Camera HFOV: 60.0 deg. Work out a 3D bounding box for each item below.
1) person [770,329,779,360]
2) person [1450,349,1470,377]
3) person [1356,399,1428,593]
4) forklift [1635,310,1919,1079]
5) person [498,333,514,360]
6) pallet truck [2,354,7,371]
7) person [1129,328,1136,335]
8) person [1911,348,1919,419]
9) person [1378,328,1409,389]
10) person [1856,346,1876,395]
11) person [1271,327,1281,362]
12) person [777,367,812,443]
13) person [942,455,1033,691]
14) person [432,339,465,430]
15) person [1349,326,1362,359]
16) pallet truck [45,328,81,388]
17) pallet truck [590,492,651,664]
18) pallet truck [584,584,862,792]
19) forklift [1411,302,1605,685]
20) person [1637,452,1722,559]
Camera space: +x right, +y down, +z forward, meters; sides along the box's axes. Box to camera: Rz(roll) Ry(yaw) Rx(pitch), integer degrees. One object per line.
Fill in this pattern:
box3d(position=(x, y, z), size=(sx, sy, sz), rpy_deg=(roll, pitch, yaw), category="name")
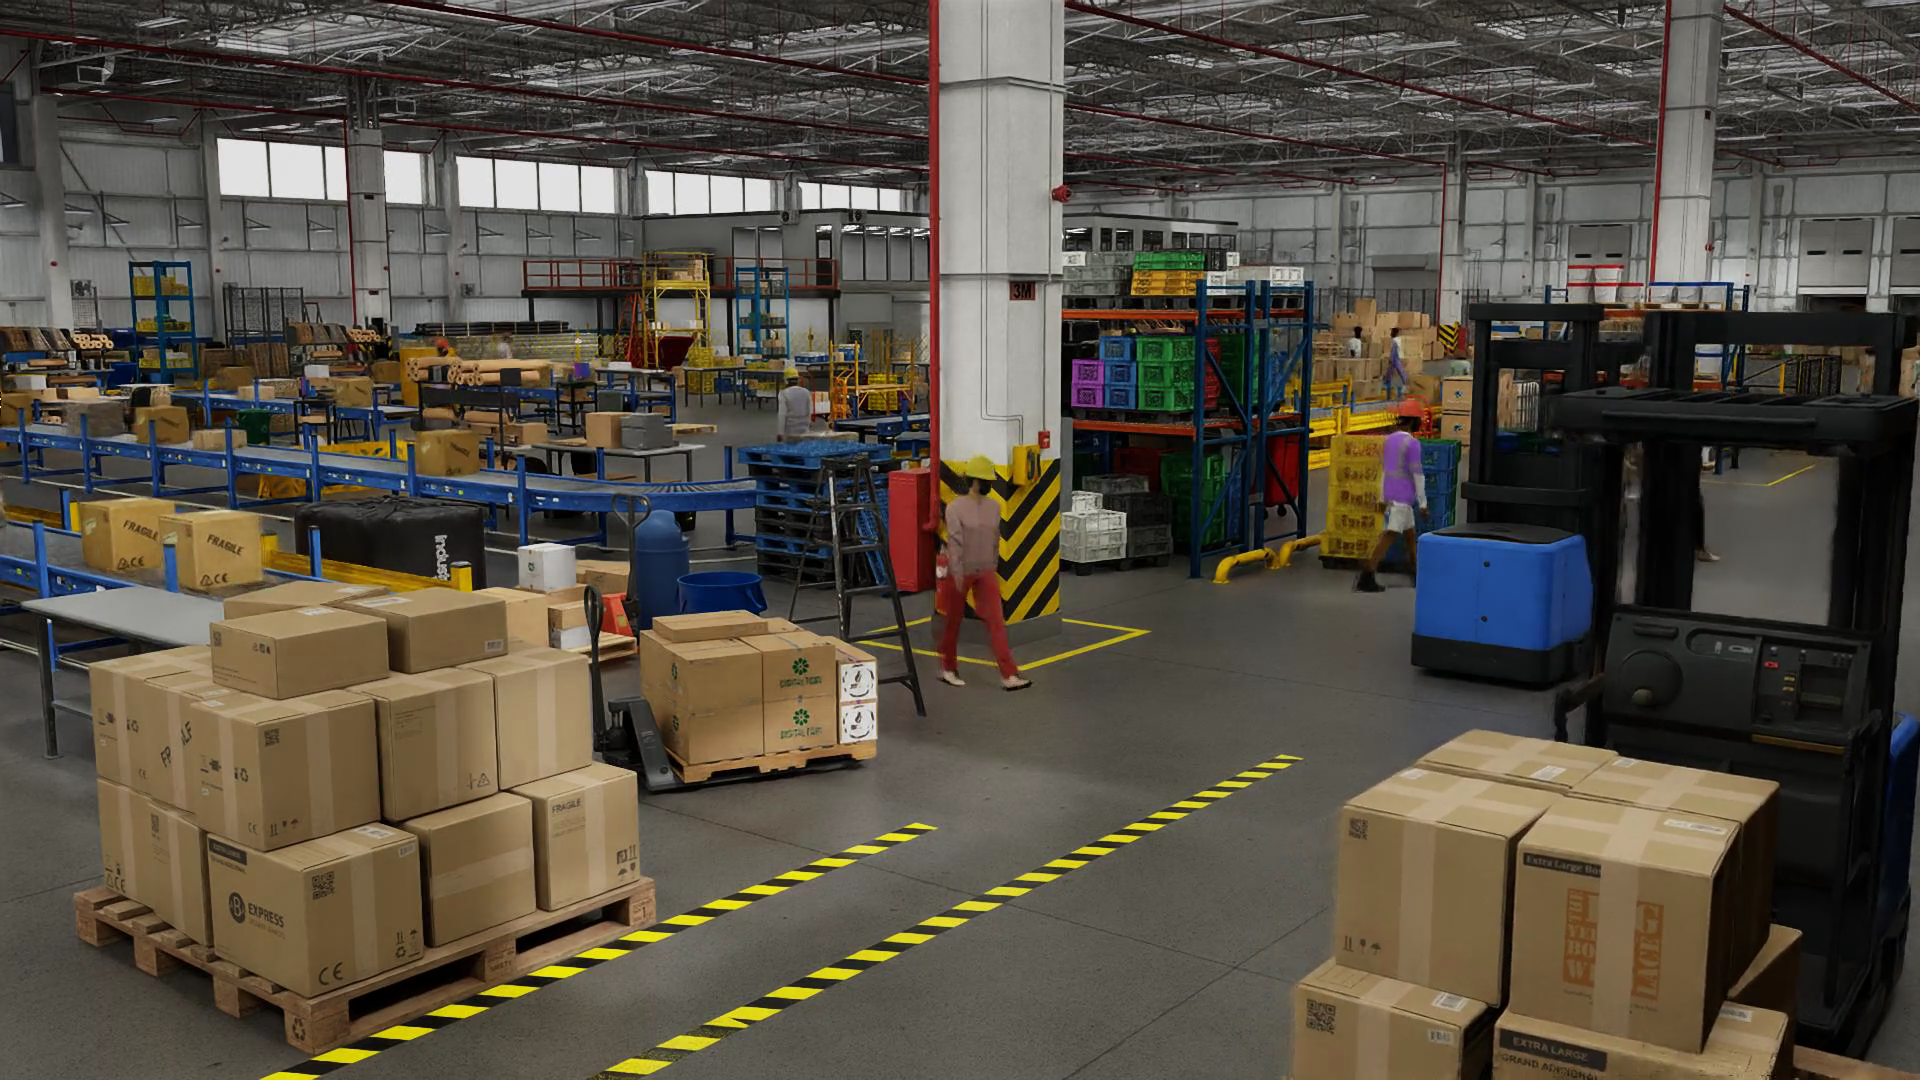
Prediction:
box3d(position=(-6.939, -7.213, 61.997), size=(0.346, 1.846, 0.506), rpy_deg=(5, 10, 29), category="person")
box3d(position=(11.525, -3.592, 38.355), size=(0.507, 1.620, 0.366), rpy_deg=(7, 11, 38), category="person")
box3d(position=(4.283, -0.425, 16.124), size=(1.009, 1.887, 0.568), rpy_deg=(-2, 9, -13), category="person")
box3d(position=(3.212, 0.471, 6.722), size=(1.129, 2.768, 1.873), rpy_deg=(6, 11, 37), category="forklift")
box3d(position=(-11.827, -4.509, 43.699), size=(0.847, 1.867, 0.671), rpy_deg=(-3, 9, -22), category="person")
box3d(position=(-24.881, -4.417, 42.634), size=(1.885, 1.965, 0.823), rpy_deg=(8, 11, 41), category="pallet truck")
box3d(position=(5.819, -6.212, 55.647), size=(0.528, 1.734, 0.781), rpy_deg=(-6, 10, -36), category="person")
box3d(position=(22.178, -3.607, 38.364), size=(0.514, 1.644, 0.307), rpy_deg=(-3, 9, -22), category="person")
box3d(position=(13.161, -5.494, 50.349), size=(0.999, 1.862, 0.611), rpy_deg=(3, 9, 21), category="person")
box3d(position=(19.385, -3.323, 35.471), size=(0.374, 1.933, 0.550), rpy_deg=(-5, 10, -30), category="person")
box3d(position=(11.494, -6.974, 60.869), size=(0.868, 1.698, 0.495), rpy_deg=(-2, 9, -11), category="person")
box3d(position=(-2.438, -1.610, 24.276), size=(0.596, 1.828, 0.403), rpy_deg=(-8, 12, -44), category="person")
box3d(position=(0.143, 0.258, 12.038), size=(0.539, 1.725, 0.866), rpy_deg=(-5, 10, -33), category="person")
box3d(position=(-10.368, -3.048, 33.458), size=(1.059, 1.983, 0.639), rpy_deg=(5, 10, 30), category="person")
box3d(position=(11.748, -5.421, 49.665), size=(0.599, 1.932, 0.987), rpy_deg=(-8, 12, -44), category="person")
box3d(position=(-23.775, -4.544, 43.495), size=(1.885, 1.965, 0.823), rpy_deg=(6, 10, 35), category="pallet truck")
box3d(position=(-3.115, 0.344, 12.883), size=(0.653, 1.274, 1.630), rpy_deg=(7, 11, 37), category="pallet truck")
box3d(position=(-1.426, 0.805, 10.019), size=(1.601, 1.201, 0.680), rpy_deg=(-4, 9, -26), category="pallet truck")
box3d(position=(4.379, -0.438, 12.852), size=(1.129, 2.768, 1.873), rpy_deg=(7, 11, 37), category="forklift")
box3d(position=(7.904, -0.627, 18.210), size=(0.808, 1.664, 0.533), rpy_deg=(2, 9, 11), category="person")
